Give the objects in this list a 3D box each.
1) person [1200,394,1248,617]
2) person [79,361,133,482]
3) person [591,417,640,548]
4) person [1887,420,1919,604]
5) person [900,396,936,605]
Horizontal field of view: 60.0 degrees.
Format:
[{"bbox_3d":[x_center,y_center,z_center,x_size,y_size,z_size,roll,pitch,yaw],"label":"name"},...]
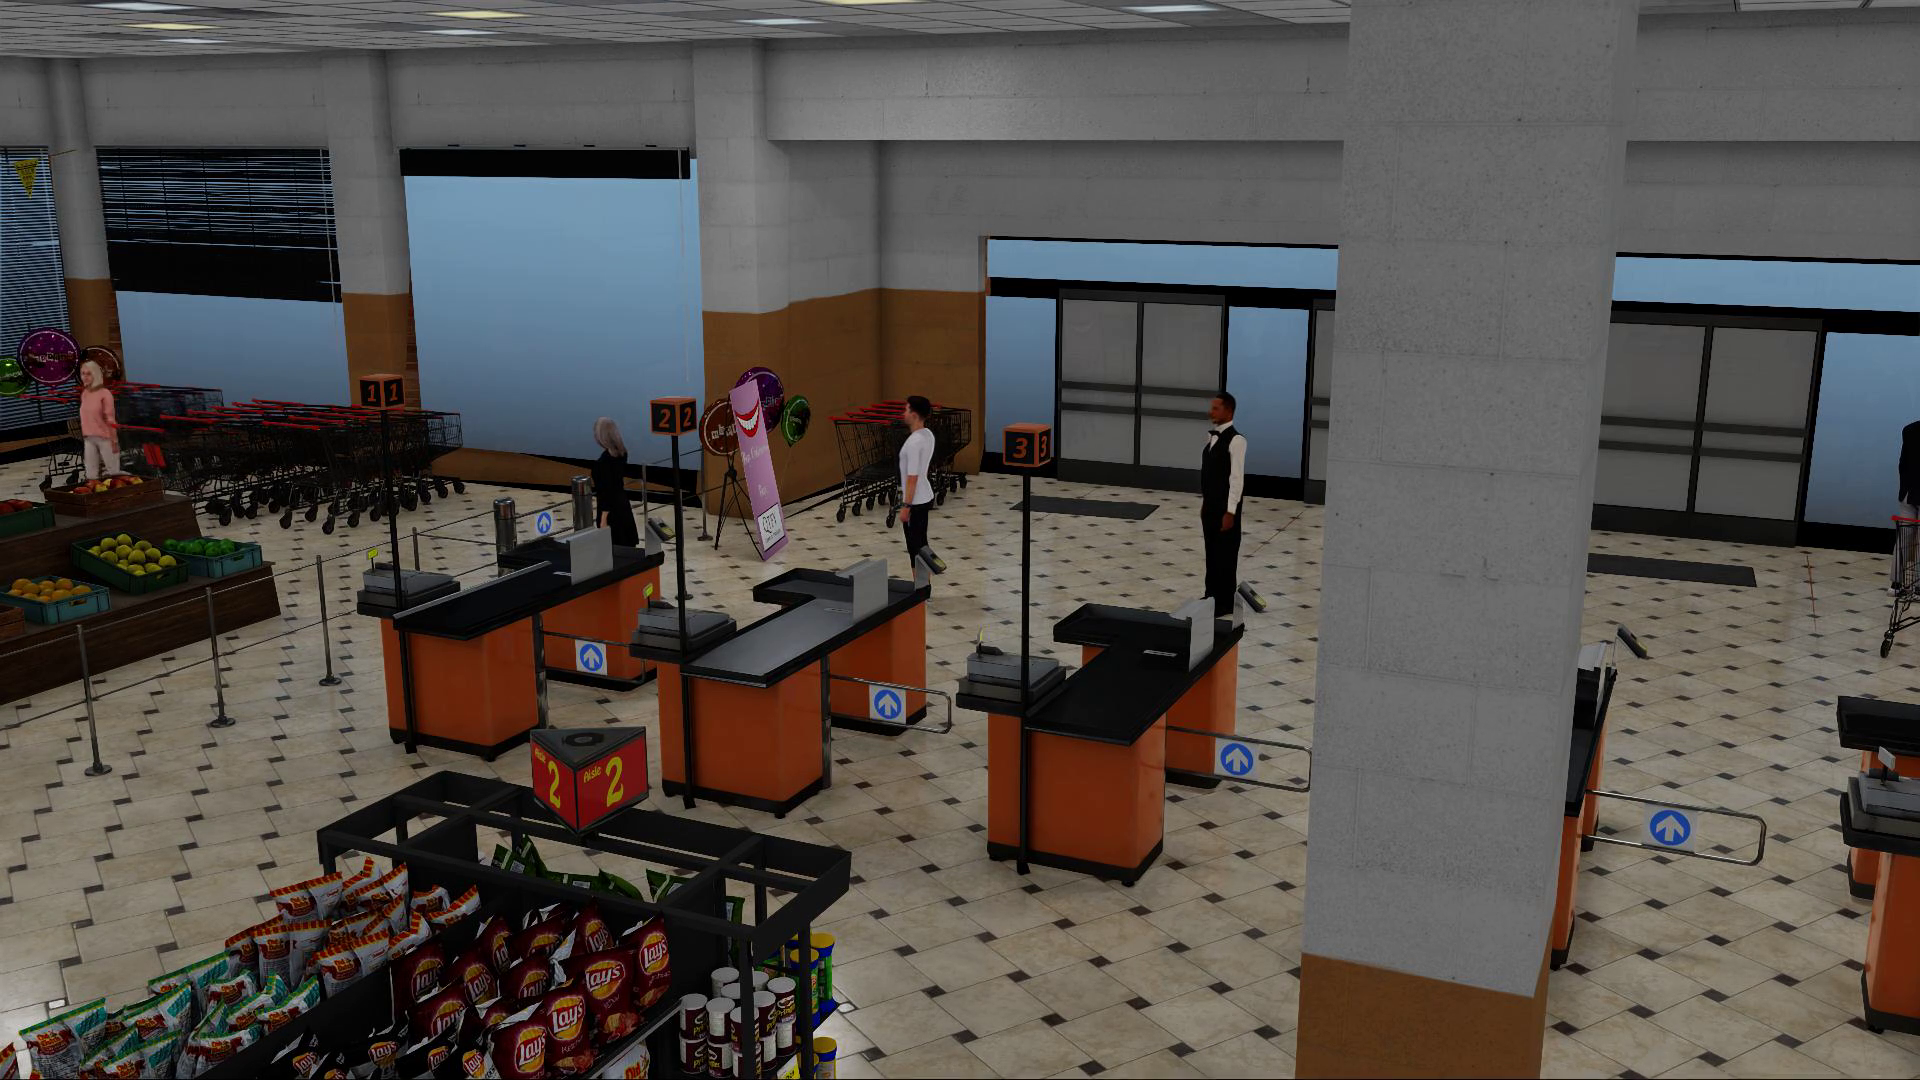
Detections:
[{"bbox_3d":[2.260,-0.316,14.329,0.827,1.920,0.767,-5,14,-19],"label":"person"},{"bbox_3d":[-9.180,-1.076,17.927,0.616,1.702,1.024,5,15,21],"label":"person"},{"bbox_3d":[-2.962,-0.193,14.191,0.722,1.746,0.597,2,14,8],"label":"person"},{"bbox_3d":[8.527,-0.425,14.714,0.844,1.950,0.785,-5,15,-20],"label":"person"},{"bbox_3d":[-0.375,-0.358,14.649,0.765,1.852,0.569,3,14,14],"label":"person"}]
